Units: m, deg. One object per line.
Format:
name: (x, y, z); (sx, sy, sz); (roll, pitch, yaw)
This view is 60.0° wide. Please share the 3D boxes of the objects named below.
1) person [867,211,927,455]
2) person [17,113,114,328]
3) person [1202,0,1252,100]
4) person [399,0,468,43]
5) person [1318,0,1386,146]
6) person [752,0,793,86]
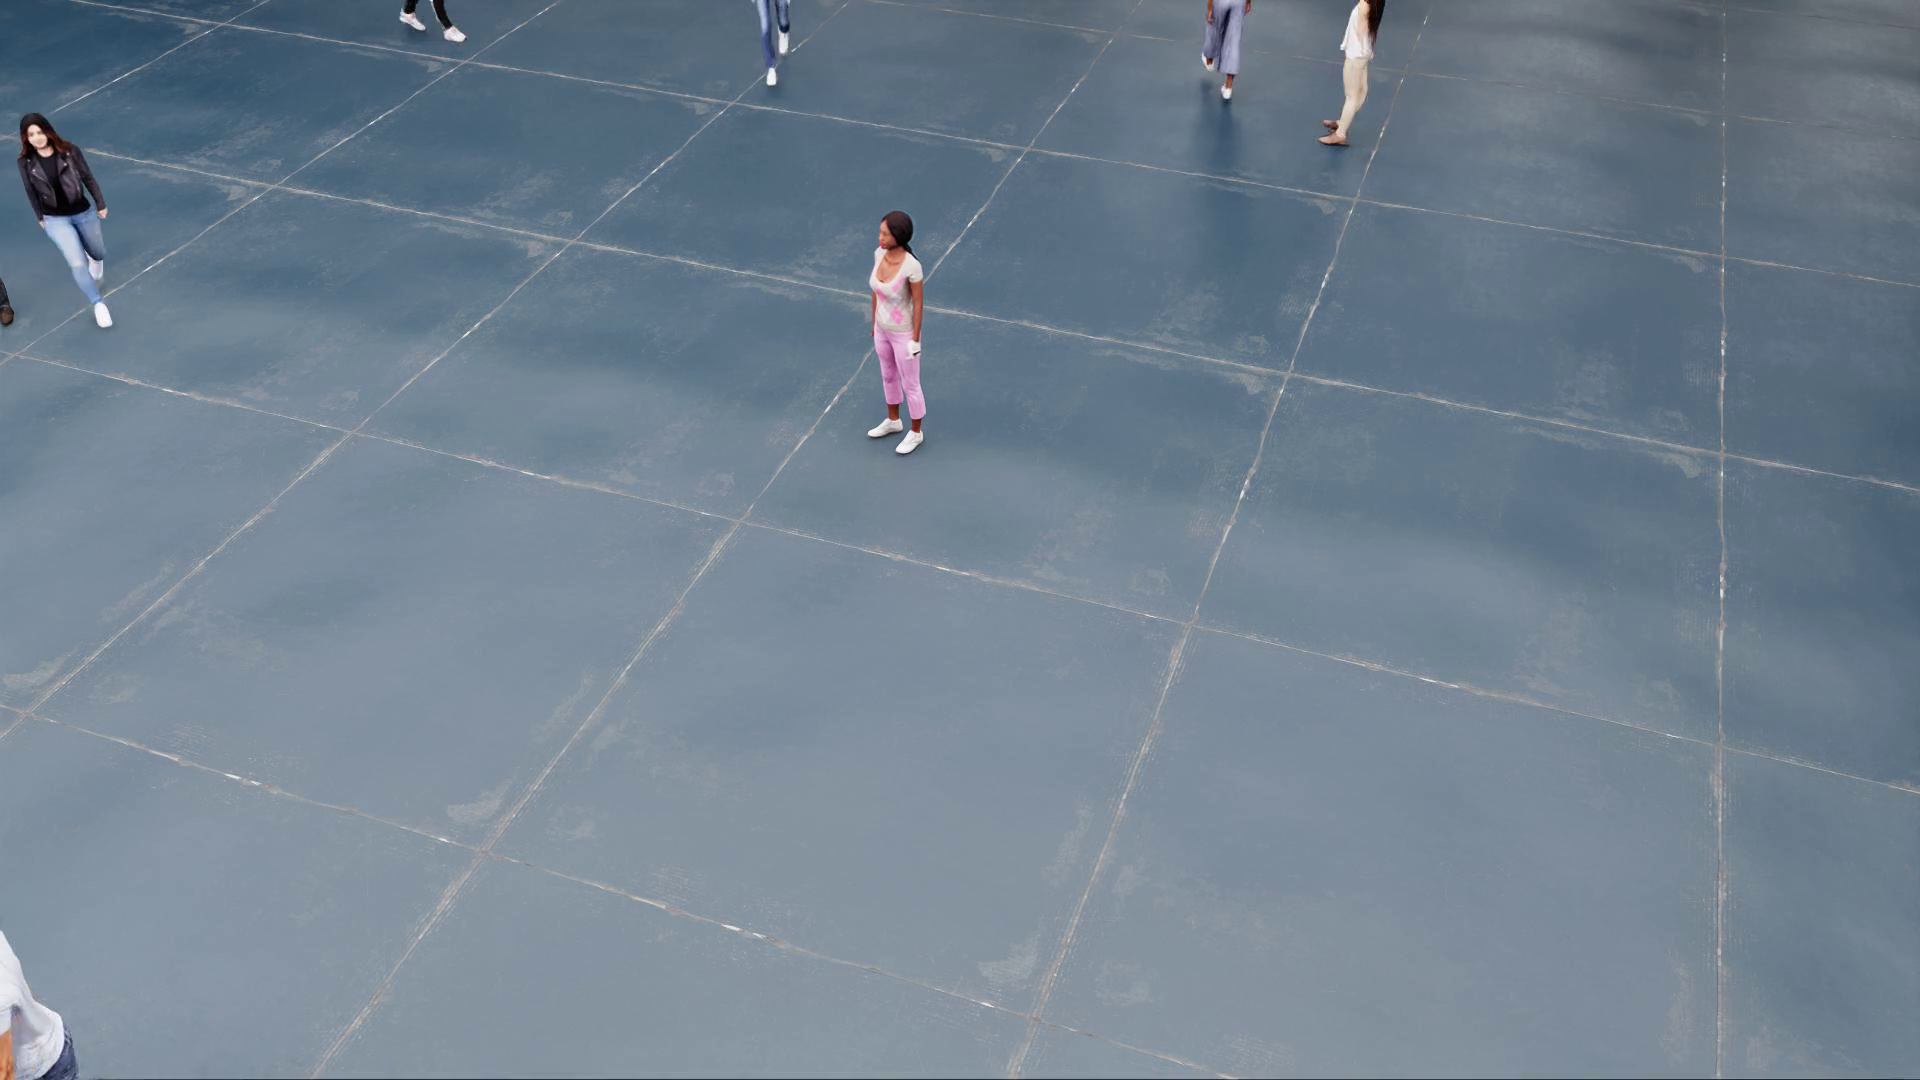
person: (-0.410, -1.375, 11.004); (0.649, 1.741, 0.657); (-31, 47, -33)
person: (-6.686, -2.445, 12.481); (1.068, 1.606, 1.081); (-21, 43, -24)
person: (2.552, -4.992, 15.703); (0.882, 1.648, 1.193); (-1, 38, -1)
person: (-5.575, -6.010, 16.877); (0.765, 1.804, 1.094); (15, 40, 18)
person: (3.631, -4.367, 14.908); (0.602, 1.642, 0.546); (29, 47, 32)
person: (-1.821, -5.356, 16.075); (0.838, 1.762, 1.140); (0, 38, 0)
